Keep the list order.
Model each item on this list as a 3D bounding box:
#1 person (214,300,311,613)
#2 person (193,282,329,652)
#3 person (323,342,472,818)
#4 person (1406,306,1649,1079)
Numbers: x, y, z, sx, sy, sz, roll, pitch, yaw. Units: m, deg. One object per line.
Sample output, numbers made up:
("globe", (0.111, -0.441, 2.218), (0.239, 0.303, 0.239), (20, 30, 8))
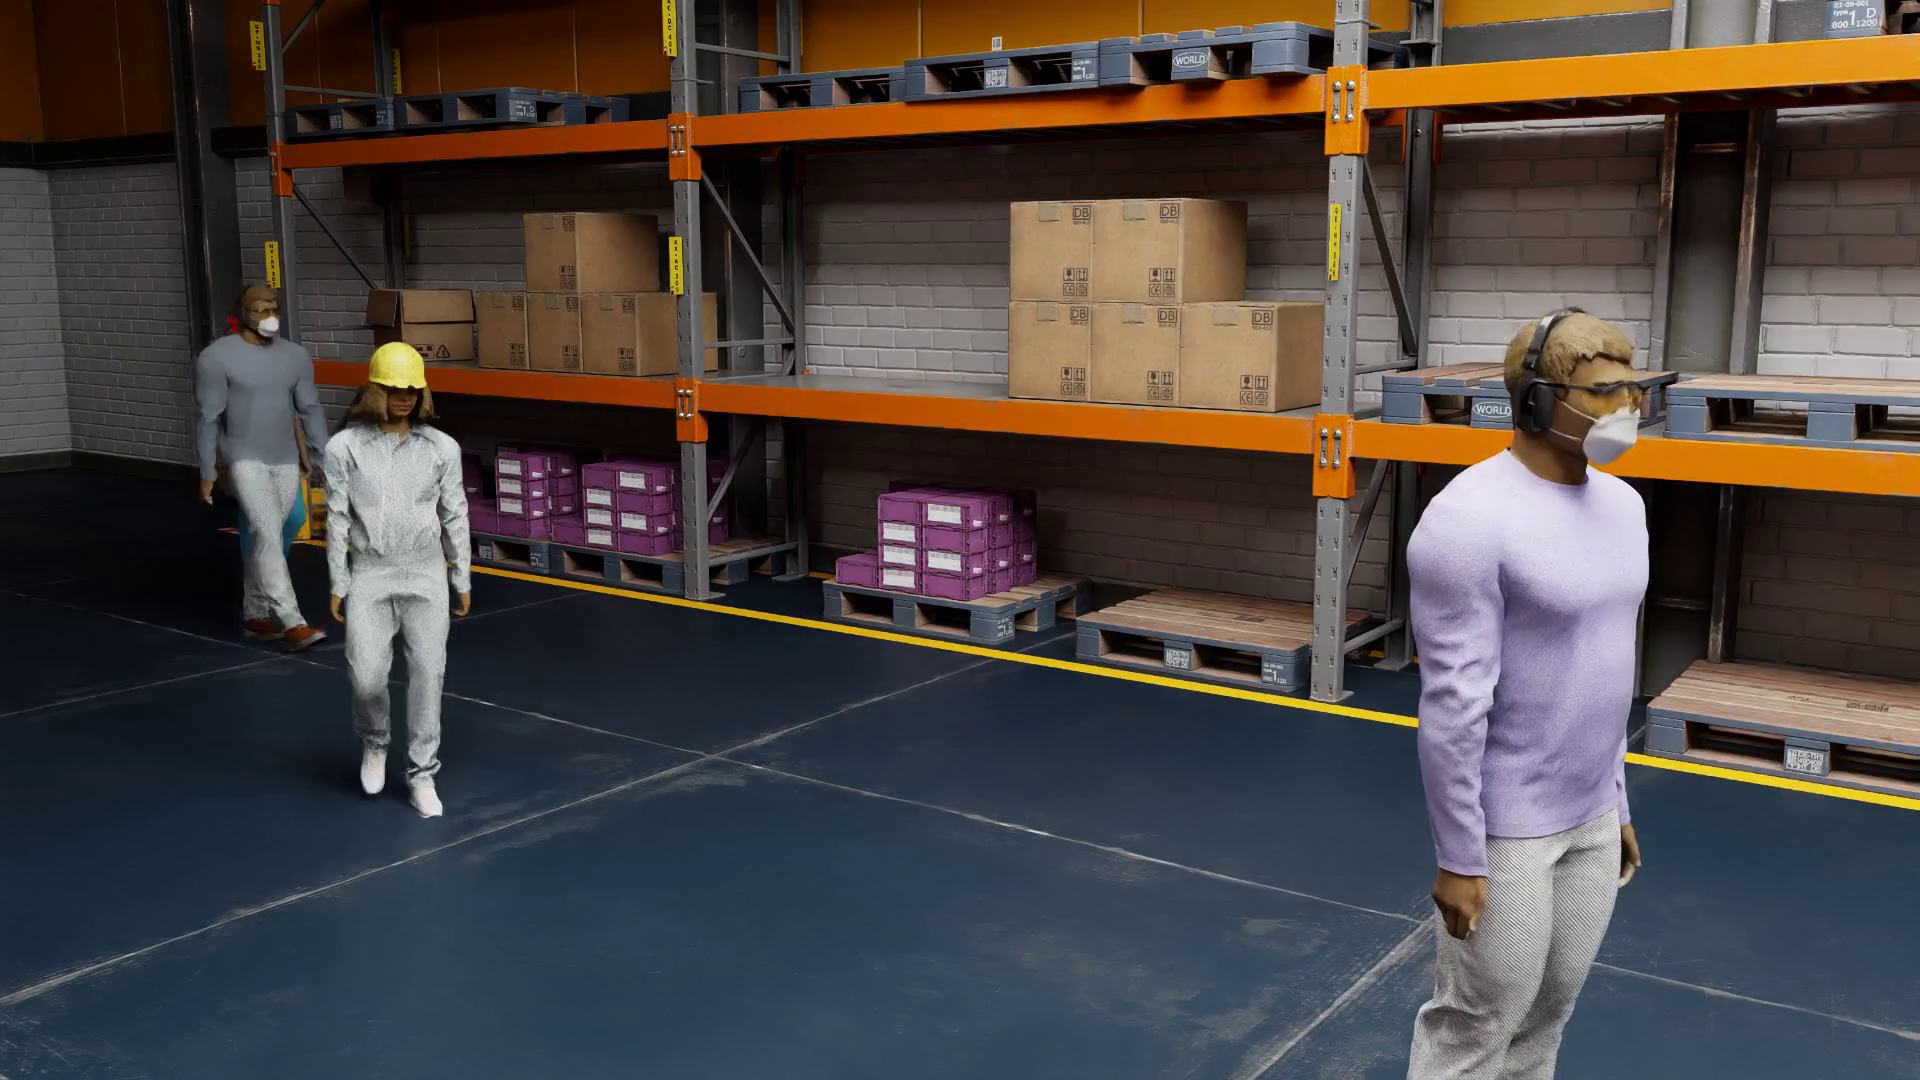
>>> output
("person", (-4.043, -0.493, 9.598), (0.437, 1.828, 0.591), (9, 13, 43))
("person", (-3.528, -0.370, 8.641), (0.928, 1.901, 0.661), (6, 11, 32))
("person", (-2.041, 0.143, 6.075), (0.509, 1.729, 0.390), (-5, 11, -27))
("person", (1.090, 0.535, 3.159), (0.632, 1.940, 0.372), (-8, 13, -40))
